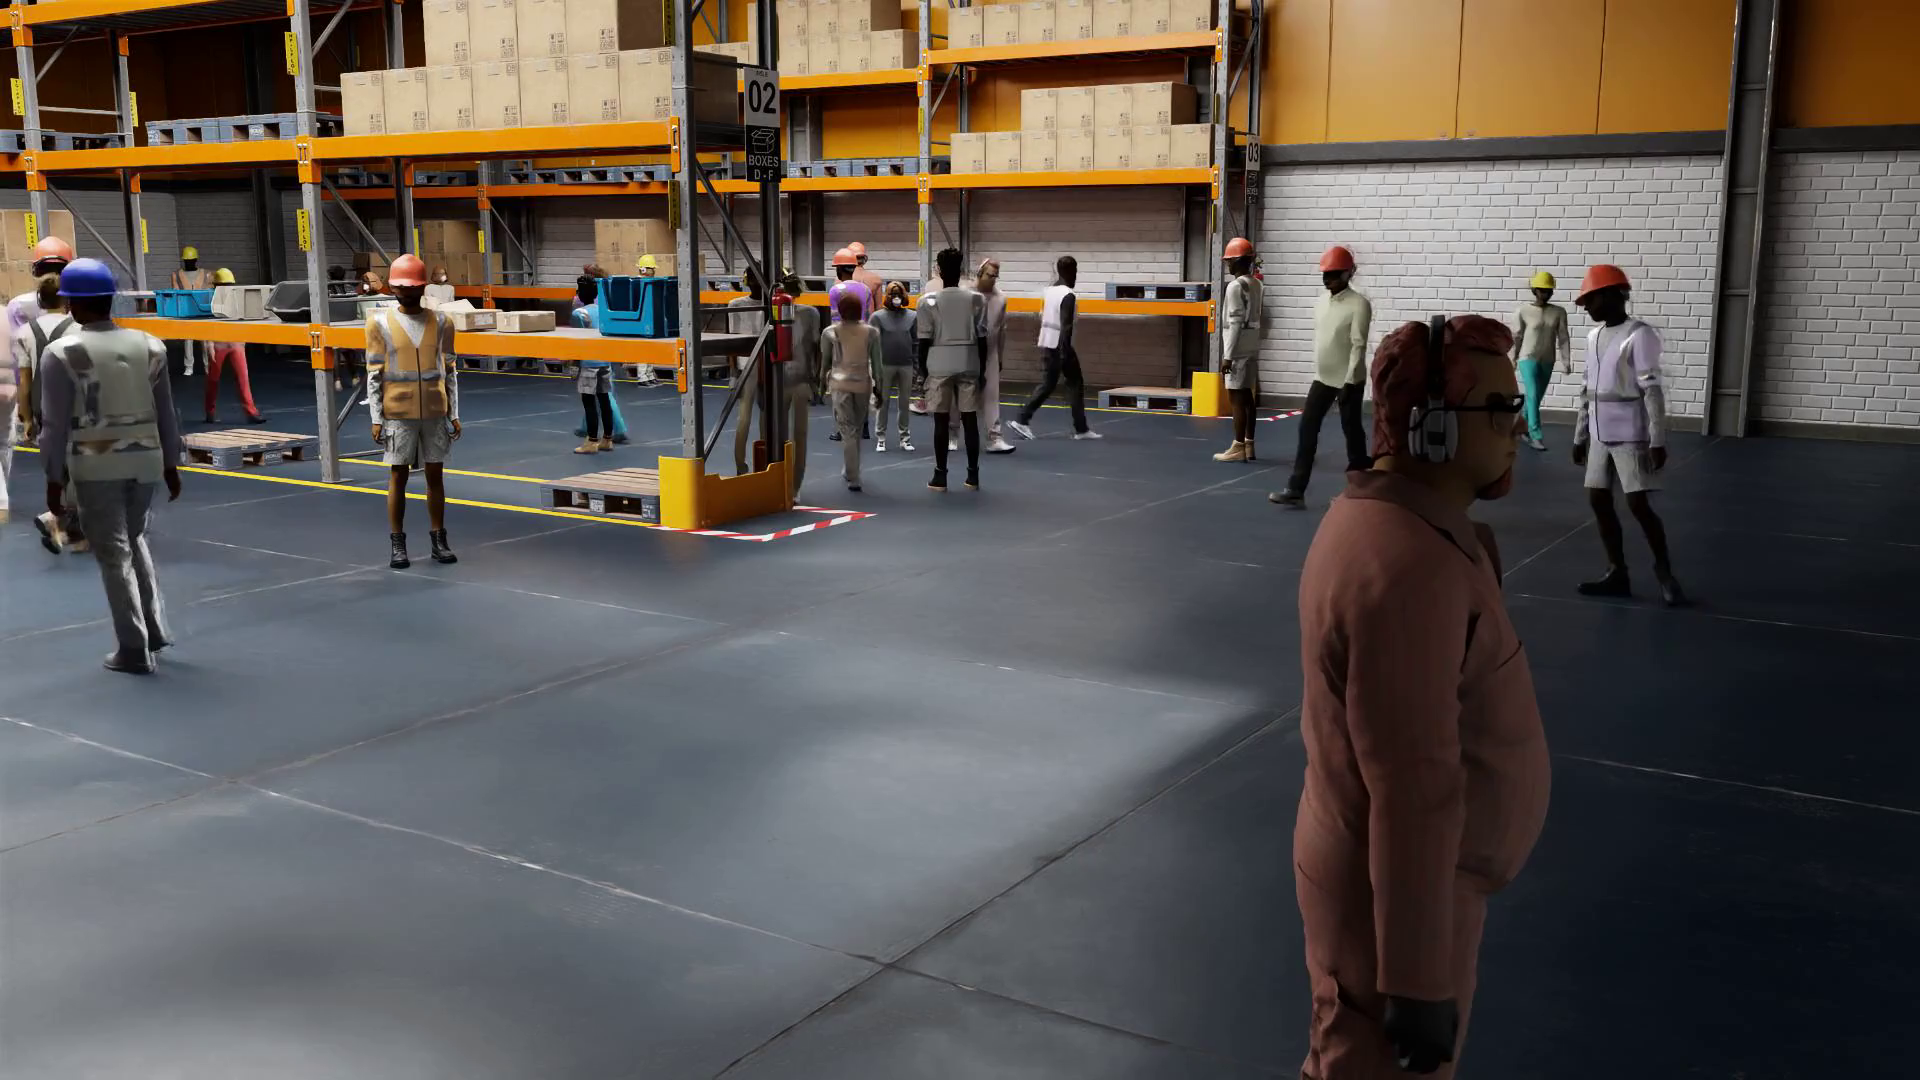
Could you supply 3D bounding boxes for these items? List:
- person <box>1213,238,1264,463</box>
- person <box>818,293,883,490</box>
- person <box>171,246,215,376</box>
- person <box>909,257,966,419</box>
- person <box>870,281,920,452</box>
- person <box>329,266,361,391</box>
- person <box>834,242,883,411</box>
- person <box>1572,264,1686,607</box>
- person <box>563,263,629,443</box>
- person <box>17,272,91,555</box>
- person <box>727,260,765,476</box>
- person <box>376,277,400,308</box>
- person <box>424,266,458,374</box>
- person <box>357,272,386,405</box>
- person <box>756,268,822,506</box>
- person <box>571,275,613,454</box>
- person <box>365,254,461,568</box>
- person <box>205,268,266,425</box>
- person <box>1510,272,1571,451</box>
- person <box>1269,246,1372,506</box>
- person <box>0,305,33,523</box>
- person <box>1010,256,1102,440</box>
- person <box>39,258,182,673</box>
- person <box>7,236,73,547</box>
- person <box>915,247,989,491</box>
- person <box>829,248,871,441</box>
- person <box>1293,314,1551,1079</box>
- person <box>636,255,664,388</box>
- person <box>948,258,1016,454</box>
[{"bbox_3d":[2.531,-1.722,15.168,0.373,2.040,0.615,6,12,30],"label":"person"},{"bbox_3d":[-0.912,-1.225,13.650,0.533,1.588,0.853,-3,11,-18],"label":"person"},{"bbox_3d":[-11.426,-3.408,24.833,0.594,1.923,0.371,-4,11,-22],"label":"person"},{"bbox_3d":[-0.231,-2.326,19.009,0.651,1.861,0.948,-7,12,-35],"label":"person"},{"bbox_3d":[-0.614,-1.658,15.941,0.504,1.632,0.270,-3,11,-16],"label":"person"},{"bbox_3d":[-8.396,-2.873,22.571,0.551,1.653,0.836,-2,10,-9],"label":"person"},{"bbox_3d":[-1.196,-2.501,19.614,0.612,1.996,0.376,-5,11,-24],"label":"person"},{"bbox_3d":[3.777,-0.591,9.344,0.538,1.889,0.691,-3,11,-18],"label":"person"},{"bbox_3d":[-3.647,-1.877,16.730,0.972,1.802,0.591,8,13,38],"label":"person"},{"bbox_3d":[-5.685,-0.770,10.511,0.545,1.819,0.669,0,10,0],"label":"person"},{"bbox_3d":[-1.641,-1.338,13.539,0.519,1.865,0.326,-6,12,-32],"label":"person"},{"bbox_3d":[-6.461,-2.251,19.215,0.523,1.638,0.310,-6,12,-28],"label":"person"},{"bbox_3d":[-7.793,-3.291,24.995,0.282,1.633,0.502,10,14,43],"label":"person"},{"bbox_3d":[-7.189,-2.469,20.439,0.501,1.633,0.283,3,11,17],"label":"person"},{"bbox_3d":[-1.323,-1.186,12.841,0.545,1.807,0.835,0,10,0],"label":"person"},{"bbox_3d":[-3.494,-1.659,15.776,0.318,1.697,0.533,5,11,25],"label":"person"},{"bbox_3d":[-3.375,-0.795,10.325,0.552,1.933,0.364,-6,12,-30],"label":"person"},{"bbox_3d":[-8.055,-2.113,18.245,0.923,1.713,0.542,8,13,36],"label":"person"},{"bbox_3d":[5.674,-1.775,16.357,0.537,1.723,0.921,-1,10,-5],"label":"person"},{"bbox_3d":[2.737,-1.197,12.454,0.913,1.957,0.634,-6,12,-29],"label":"person"},{"bbox_3d":[-7.153,-1.050,12.128,0.932,1.799,0.628,8,13,39],"label":"person"},{"bbox_3d":[0.949,-1.944,16.899,0.901,1.876,0.606,-4,11,-19],"label":"person"},{"bbox_3d":[-3.990,-0.339,7.790,0.527,1.932,0.633,6,12,29],"label":"person"},{"bbox_3d":[-5.950,-0.981,11.059,0.611,2.042,0.396,-8,13,-38],"label":"person"},{"bbox_3d":[-0.062,-1.368,13.428,0.602,1.961,0.371,-2,11,-14],"label":"person"},{"bbox_3d":[-1.145,-1.968,16.825,0.374,1.935,0.552,8,13,38],"label":"person"},{"bbox_3d":[0.744,0.591,2.726,0.399,1.910,0.643,2,10,9],"label":"person"},{"bbox_3d":[-4.304,-3.006,22.902,0.403,1.823,0.585,2,10,10],"label":"person"},{"bbox_3d":[0.126,-1.733,15.770,0.788,1.846,0.919,-4,11,-23],"label":"person"}]
